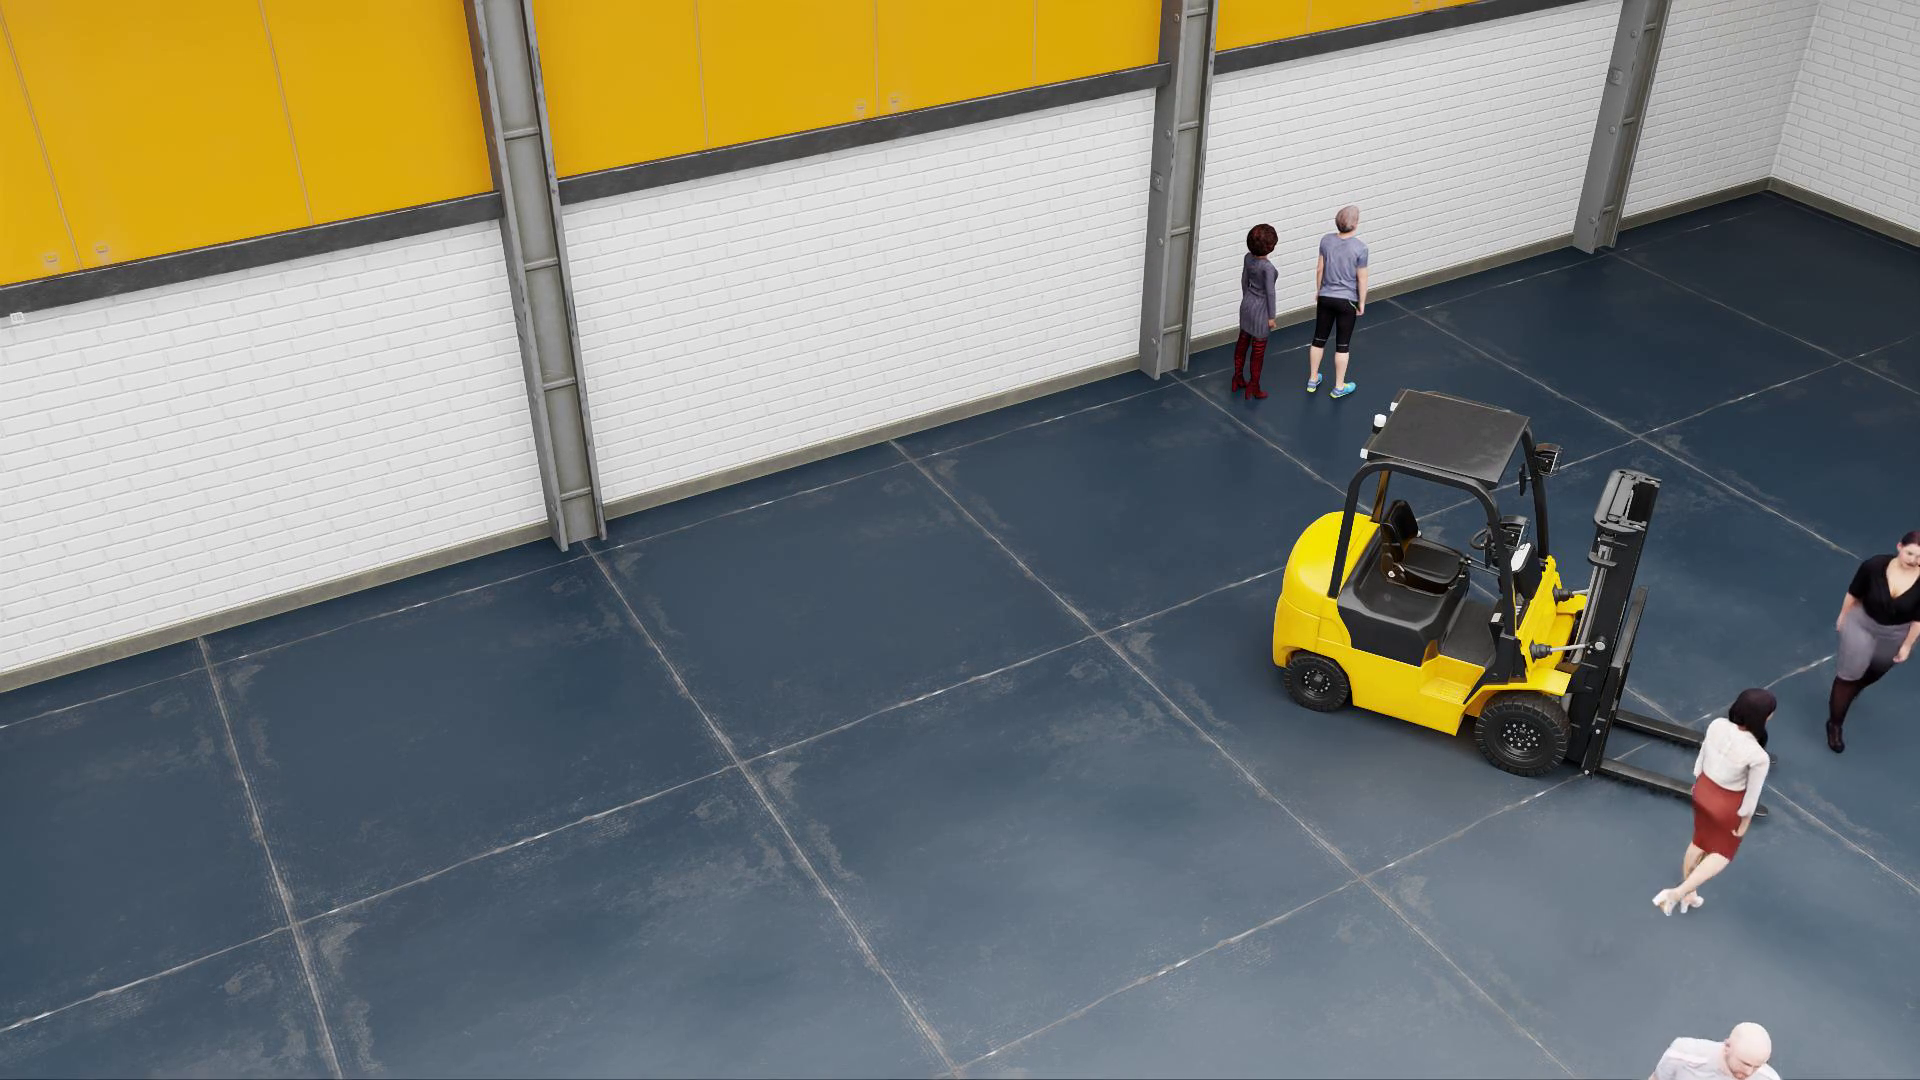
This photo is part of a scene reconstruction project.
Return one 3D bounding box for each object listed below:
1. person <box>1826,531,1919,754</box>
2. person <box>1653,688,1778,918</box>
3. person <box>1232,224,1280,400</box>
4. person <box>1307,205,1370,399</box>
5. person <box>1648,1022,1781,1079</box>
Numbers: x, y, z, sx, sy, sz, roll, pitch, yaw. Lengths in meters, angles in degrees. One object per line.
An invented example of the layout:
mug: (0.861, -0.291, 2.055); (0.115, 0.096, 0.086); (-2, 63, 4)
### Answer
person: (6.291, 0.604, 11.417); (1.003, 1.721, 1.151); (20, 38, 27)
person: (4.443, 1.612, 9.882); (0.743, 1.740, 0.617); (-15, 36, -21)
person: (2.764, -2.136, 15.547); (0.498, 1.710, 0.567); (-18, 37, -24)
person: (3.532, -2.231, 15.529); (0.739, 1.889, 0.729); (22, 39, 29)
person: (3.508, 2.815, 8.012); (0.857, 1.807, 0.897); (14, 36, 21)
